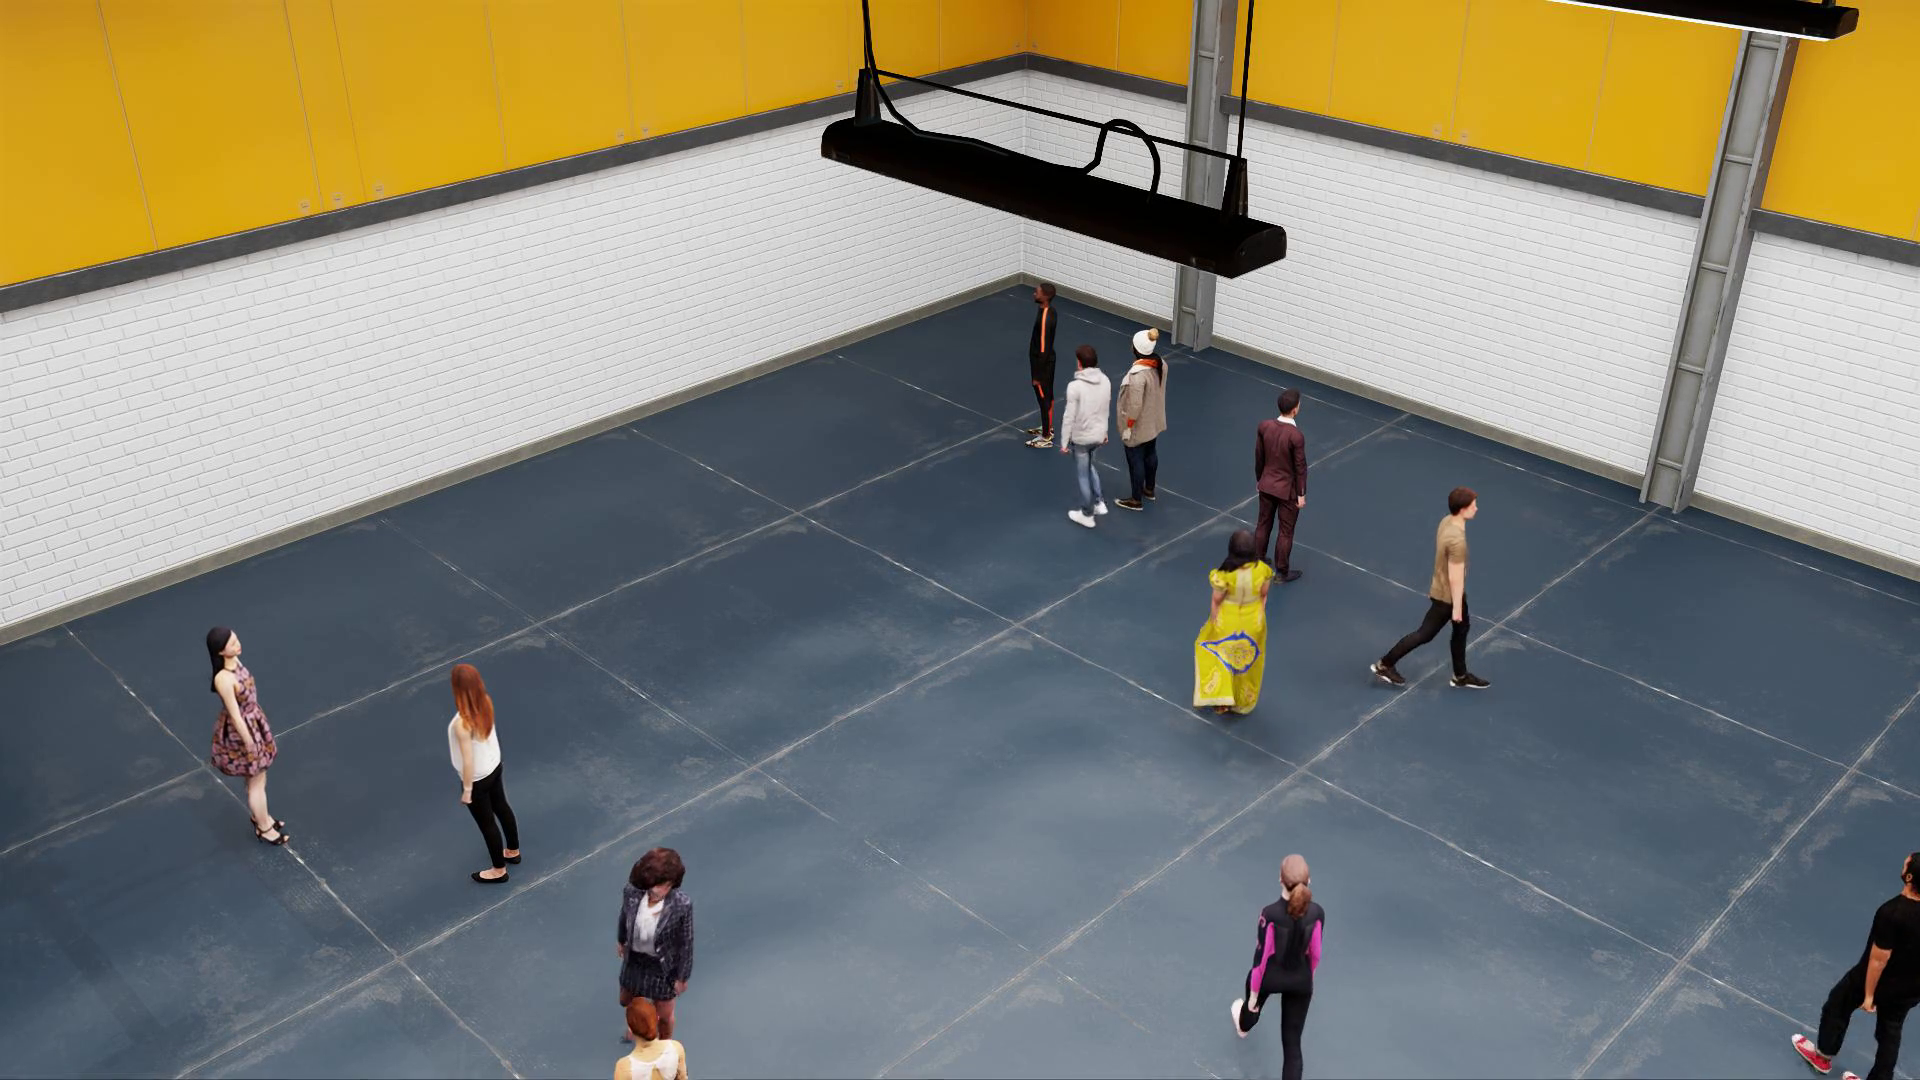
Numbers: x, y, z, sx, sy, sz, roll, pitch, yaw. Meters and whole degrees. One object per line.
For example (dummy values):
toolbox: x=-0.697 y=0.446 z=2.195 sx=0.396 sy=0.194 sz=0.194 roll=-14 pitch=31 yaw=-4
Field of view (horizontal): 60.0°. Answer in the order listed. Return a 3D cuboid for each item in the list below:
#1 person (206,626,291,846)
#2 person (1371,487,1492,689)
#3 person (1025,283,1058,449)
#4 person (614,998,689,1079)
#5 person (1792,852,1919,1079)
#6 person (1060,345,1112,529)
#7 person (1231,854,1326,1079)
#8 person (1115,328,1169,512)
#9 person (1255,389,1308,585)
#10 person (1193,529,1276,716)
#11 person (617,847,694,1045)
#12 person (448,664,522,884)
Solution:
person: x=-5.030 y=1.363 z=11.683 sx=0.849 sy=1.773 sz=0.763 roll=-8 pitch=30 yaw=-15
person: x=3.815 y=0.426 z=13.357 sx=1.297 sy=1.814 sz=1.109 roll=5 pitch=29 yaw=10
person: x=0.889 y=-1.859 z=17.554 sx=0.726 sy=1.808 sz=0.708 roll=5 pitch=29 yaw=9
person: x=-1.548 y=3.105 z=8.642 sx=0.627 sy=1.627 sz=0.671 roll=-17 pitch=33 yaw=-29
person: x=5.373 y=2.563 z=9.518 sx=0.879 sy=1.739 sz=0.973 roll=-5 pitch=29 yaw=-9
person: x=1.275 y=-0.943 z=15.842 sx=0.704 sy=1.838 sz=0.685 roll=-22 pitch=35 yaw=-34
person: x=1.863 y=2.600 z=9.490 sx=1.057 sy=1.701 sz=1.151 roll=-2 pitch=29 yaw=-4
person: x=1.796 y=-1.208 z=16.274 sx=0.714 sy=1.890 sz=0.733 roll=18 pitch=34 yaw=30
person: x=2.885 y=-0.486 z=14.976 sx=0.525 sy=1.865 sz=0.730 roll=25 pitch=37 yaw=37
person: x=2.191 y=0.705 z=13.018 sx=1.044 sy=1.651 sz=1.110 roll=-4 pitch=29 yaw=-7
person: x=-1.809 y=2.473 z=9.767 sx=0.708 sy=1.659 sz=0.904 roll=16 pitch=33 yaw=27
person: x=-3.252 y=1.583 z=11.333 sx=0.673 sy=1.721 sz=0.662 roll=6 pitch=29 yaw=11
